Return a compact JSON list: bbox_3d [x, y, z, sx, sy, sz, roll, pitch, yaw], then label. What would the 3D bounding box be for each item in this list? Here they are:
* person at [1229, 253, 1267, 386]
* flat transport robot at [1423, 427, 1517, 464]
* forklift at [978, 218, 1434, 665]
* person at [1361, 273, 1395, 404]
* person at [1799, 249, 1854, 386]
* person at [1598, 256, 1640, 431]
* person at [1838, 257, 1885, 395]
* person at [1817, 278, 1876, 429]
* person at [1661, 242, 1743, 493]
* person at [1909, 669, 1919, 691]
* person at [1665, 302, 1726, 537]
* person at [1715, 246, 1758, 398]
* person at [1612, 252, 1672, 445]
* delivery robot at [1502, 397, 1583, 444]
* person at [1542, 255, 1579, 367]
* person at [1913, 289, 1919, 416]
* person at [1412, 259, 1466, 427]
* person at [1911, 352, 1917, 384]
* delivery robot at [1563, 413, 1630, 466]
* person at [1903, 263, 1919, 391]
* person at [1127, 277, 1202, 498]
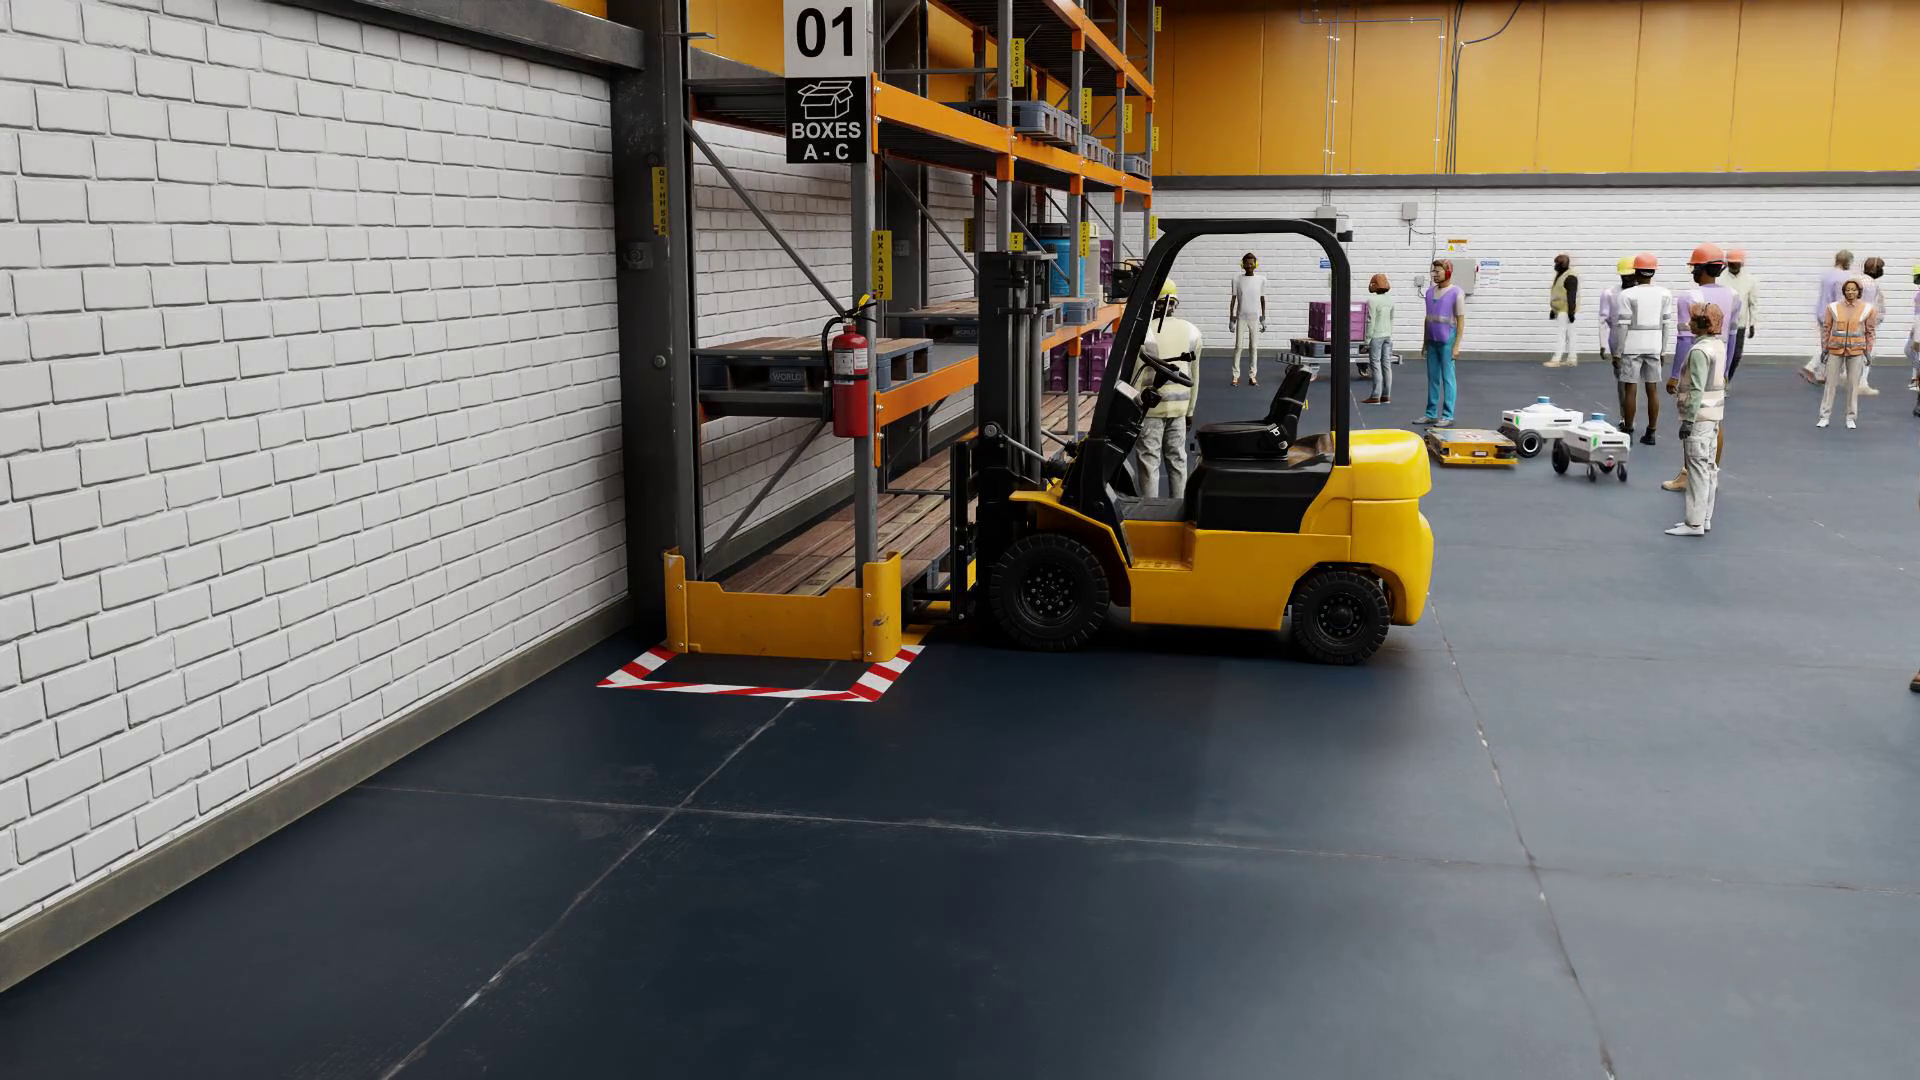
[{"bbox_3d":[4.055,-3.099,23.409,0.535,1.868,0.309,0,10,2],"label":"person"},{"bbox_3d":[4.799,-0.894,15.703,0.652,0.197,1.431,1,10,8],"label":"flat transport robot"},{"bbox_3d":[1.285,-0.567,8.635,2.313,2.155,1.214,2,11,11],"label":"forklift"},{"bbox_3d":[5.252,-2.520,20.874,0.503,1.632,0.274,-8,13,-38],"label":"person"},{"bbox_3d":[12.067,-3.082,23.221,0.621,1.922,0.672,1,10,7],"label":"person"},{"bbox_3d":[7.144,-2.091,17.861,0.587,1.869,0.992,7,13,35],"label":"person"},{"bbox_3d":[12.025,-2.838,22.073,0.434,1.826,0.656,4,11,19],"label":"person"},{"bbox_3d":[9.707,-2.039,18.219,0.513,1.642,0.313,6,12,30],"label":"person"},{"bbox_3d":[6.053,-1.401,13.617,0.605,2.045,0.377,-4,11,-21],"label":"person"},{"bbox_3d":[4.689,-0.237,7.528,0.628,1.939,0.375,7,12,33],"label":"person"},{"bbox_3d":[5.182,-0.841,11.653,0.309,1.641,0.512,8,13,37],"label":"person"},{"bbox_3d":[10.076,-2.856,21.806,0.638,1.969,0.721,3,11,15],"label":"person"},{"bbox_3d":[6.836,-1.915,16.721,0.542,1.939,0.365,-1,10,-3],"label":"person"},{"bbox_3d":[5.595,-1.132,15.972,0.707,0.478,0.477,-1,10,-8],"label":"delivery robot"},{"bbox_3d":[9.731,-3.682,26.819,0.648,1.809,0.645,1,10,4],"label":"person"},{"bbox_3d":[11.281,-2.342,19.115,0.556,1.918,0.445,6,12,28],"label":"person"},{"bbox_3d":[5.335,-2.170,18.370,0.396,1.847,0.565,-5,11,-25],"label":"person"},{"bbox_3d":[13.666,-3.094,23.377,0.518,1.870,0.323,-9,14,-40],"label":"person"},{"bbox_3d":[5.540,-0.862,14.489,0.477,0.478,0.707,0,10,-2],"label":"delivery robot"},{"bbox_3d":[13.059,-2.883,22.580,0.423,1.737,0.523,5,11,24],"label":"person"},{"bbox_3d":[1.367,-0.900,11.449,0.590,1.833,0.404,-5,12,-28],"label":"person"}]
